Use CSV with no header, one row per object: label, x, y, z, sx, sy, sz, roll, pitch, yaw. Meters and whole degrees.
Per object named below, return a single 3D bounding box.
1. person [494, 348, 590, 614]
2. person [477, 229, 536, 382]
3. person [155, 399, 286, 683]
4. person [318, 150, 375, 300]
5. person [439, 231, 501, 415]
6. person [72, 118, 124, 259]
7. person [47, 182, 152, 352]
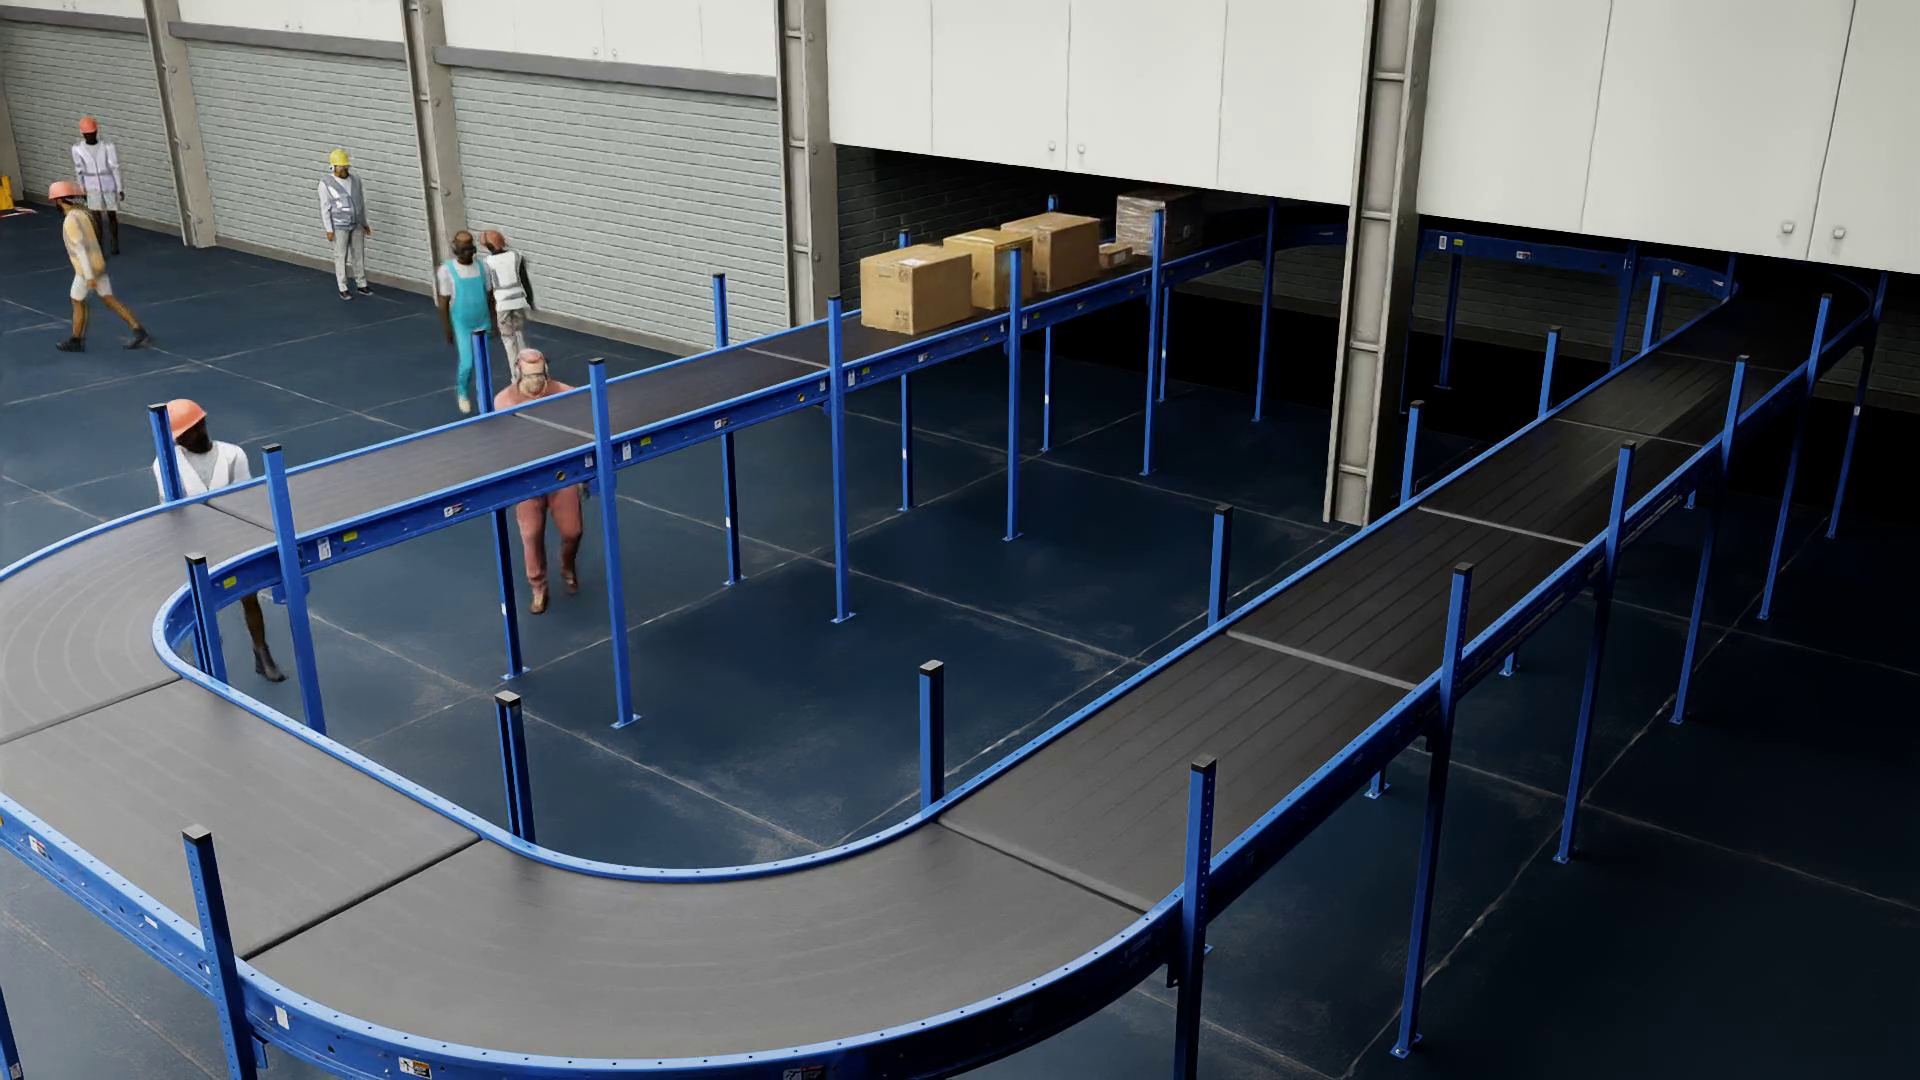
person,-2.935,-0.425,11.679,0.676,1.890,0.435,-7,22,-16
person,-4.661,-2.397,17.068,0.562,1.612,0.481,-17,27,-37
person,-4.728,-0.009,10.613,0.610,1.899,0.599,-14,25,-31
person,-7.600,-3.918,20.642,0.404,1.830,0.600,16,27,35
person,-4.657,-2.048,15.903,0.504,1.833,0.392,-15,26,-33
person,-11.786,-4.814,22.820,0.557,1.897,0.897,-10,24,-24
person,-9.519,-2.976,18.216,0.992,1.875,0.606,-2,22,-6
